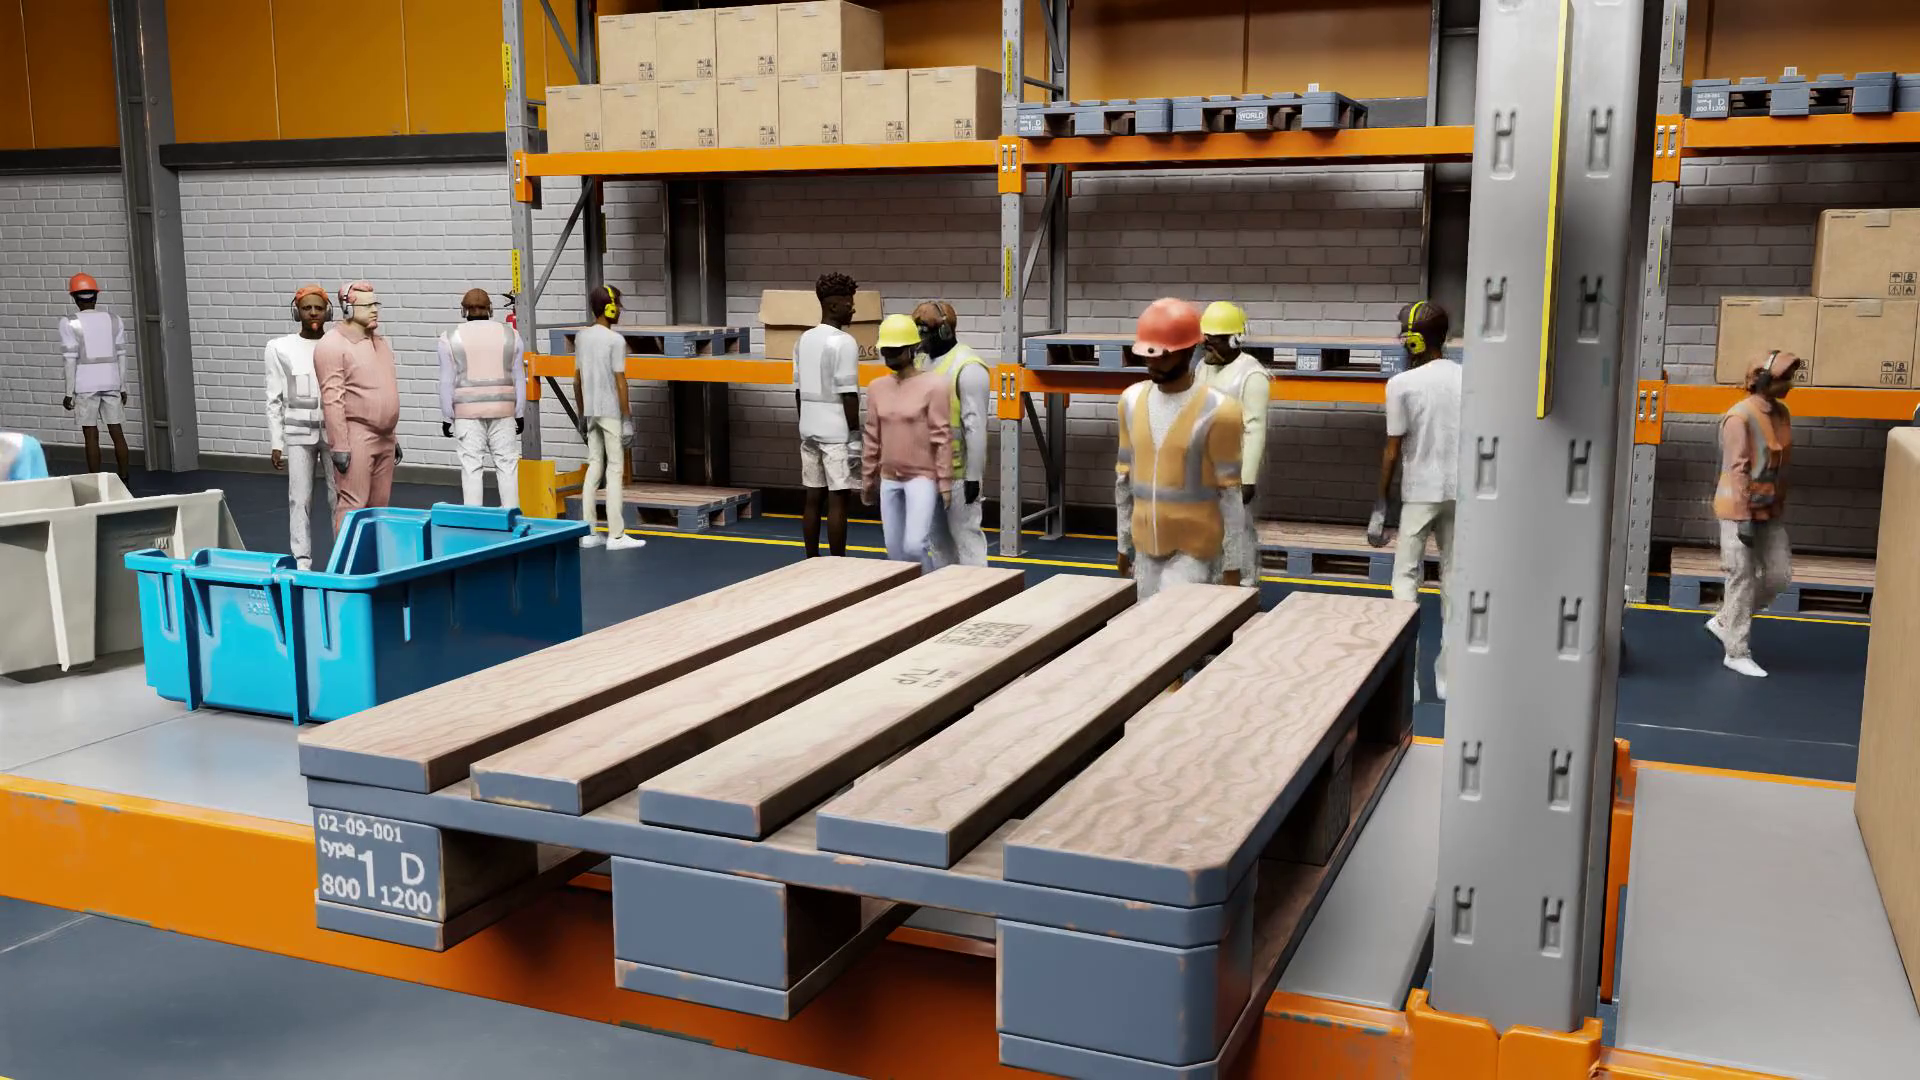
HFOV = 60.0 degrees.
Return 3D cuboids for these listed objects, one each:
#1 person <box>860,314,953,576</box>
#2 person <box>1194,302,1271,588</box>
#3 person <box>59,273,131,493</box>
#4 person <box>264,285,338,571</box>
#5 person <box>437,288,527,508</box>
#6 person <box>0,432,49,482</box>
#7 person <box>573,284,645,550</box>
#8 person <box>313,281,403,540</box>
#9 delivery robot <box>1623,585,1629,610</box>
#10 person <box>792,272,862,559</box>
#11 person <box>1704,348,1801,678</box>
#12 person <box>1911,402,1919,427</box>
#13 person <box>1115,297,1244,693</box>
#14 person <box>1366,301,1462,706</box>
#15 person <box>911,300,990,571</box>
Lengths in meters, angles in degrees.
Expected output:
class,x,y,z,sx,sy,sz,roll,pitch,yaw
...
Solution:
class,x,y,z,sx,sy,sz,roll,pitch,yaw
person,-0.293,-0.304,8.746,0.566,1.757,0.365,7,12,35
person,1.487,-0.422,9.307,0.475,1.807,0.628,-5,11,-29
person,-7.426,-1.312,14.265,0.374,1.929,0.542,7,12,37
person,-3.924,-0.607,10.176,0.574,1.884,0.356,-5,11,-26
person,-3.478,-0.910,12.137,0.622,1.839,0.429,-4,10,-25
person,-3.542,0.174,6.165,0.660,1.669,0.321,-1,10,-4
person,-2.504,-0.863,11.761,0.532,1.869,0.313,7,12,36
person,-3.598,-0.605,10.097,0.408,1.908,0.643,2,10,12
delivery robot,2.983,0.305,8.405,0.707,0.478,0.477,8,12,38
person,-0.790,-0.651,10.205,0.374,1.962,0.608,-7,12,-36
person,3.845,-0.124,8.096,0.515,1.613,0.384,-6,11,-32
person,3.435,0.068,5.668,0.539,2.000,0.689,-3,10,-15
person,0.904,-0.010,6.580,0.568,1.899,0.765,8,13,41
person,2.149,-0.156,7.620,0.631,1.844,0.385,-2,10,-12
person,-0.074,-0.378,9.006,0.432,1.827,0.630,-6,11,-33
